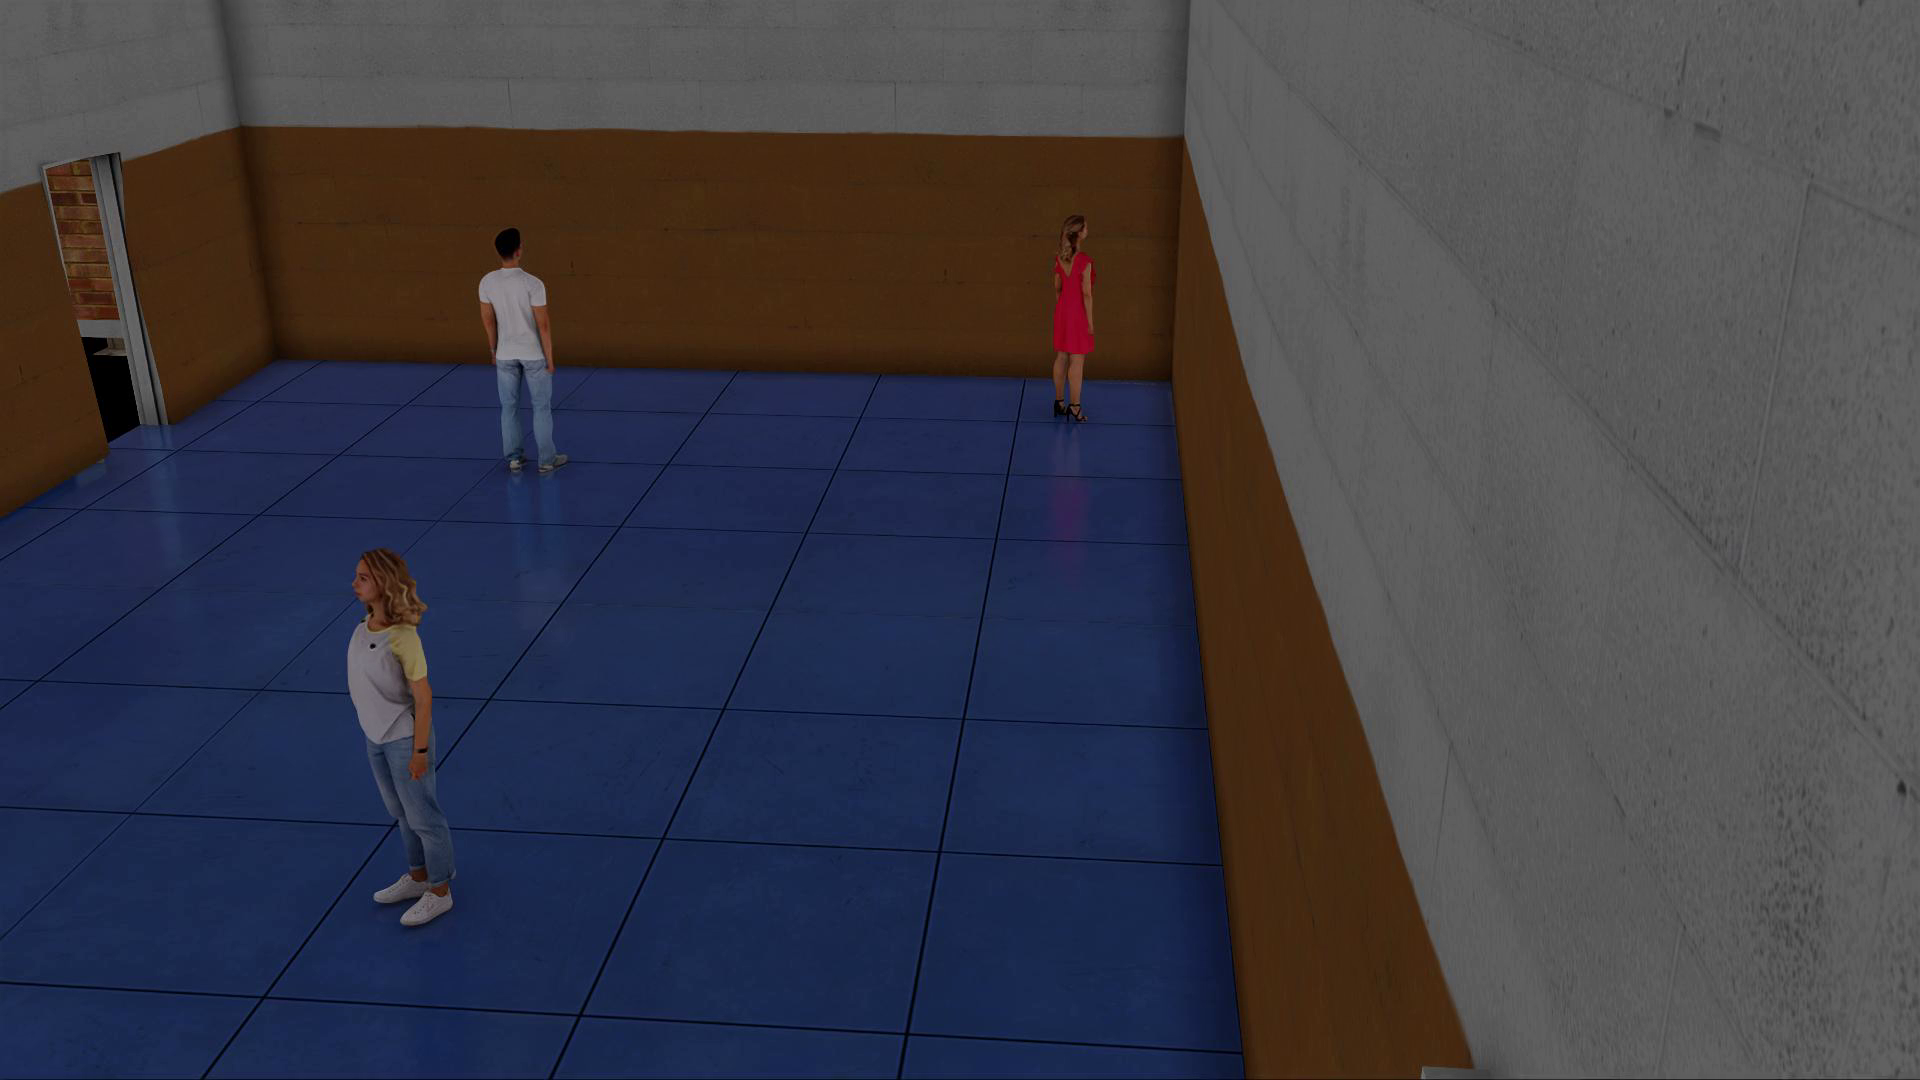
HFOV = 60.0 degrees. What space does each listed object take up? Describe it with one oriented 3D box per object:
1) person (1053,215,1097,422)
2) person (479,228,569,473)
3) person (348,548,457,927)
[{"bbox_3d":[0.930,-1.848,13.822,0.715,1.729,0.663,-15,27,-34],"label":"person"},{"bbox_3d":[-3.322,-1.426,12.586,0.507,1.866,0.743,3,22,8],"label":"person"},{"bbox_3d":[-2.391,0.836,7.128,0.770,1.723,0.694,-20,29,-41],"label":"person"}]
